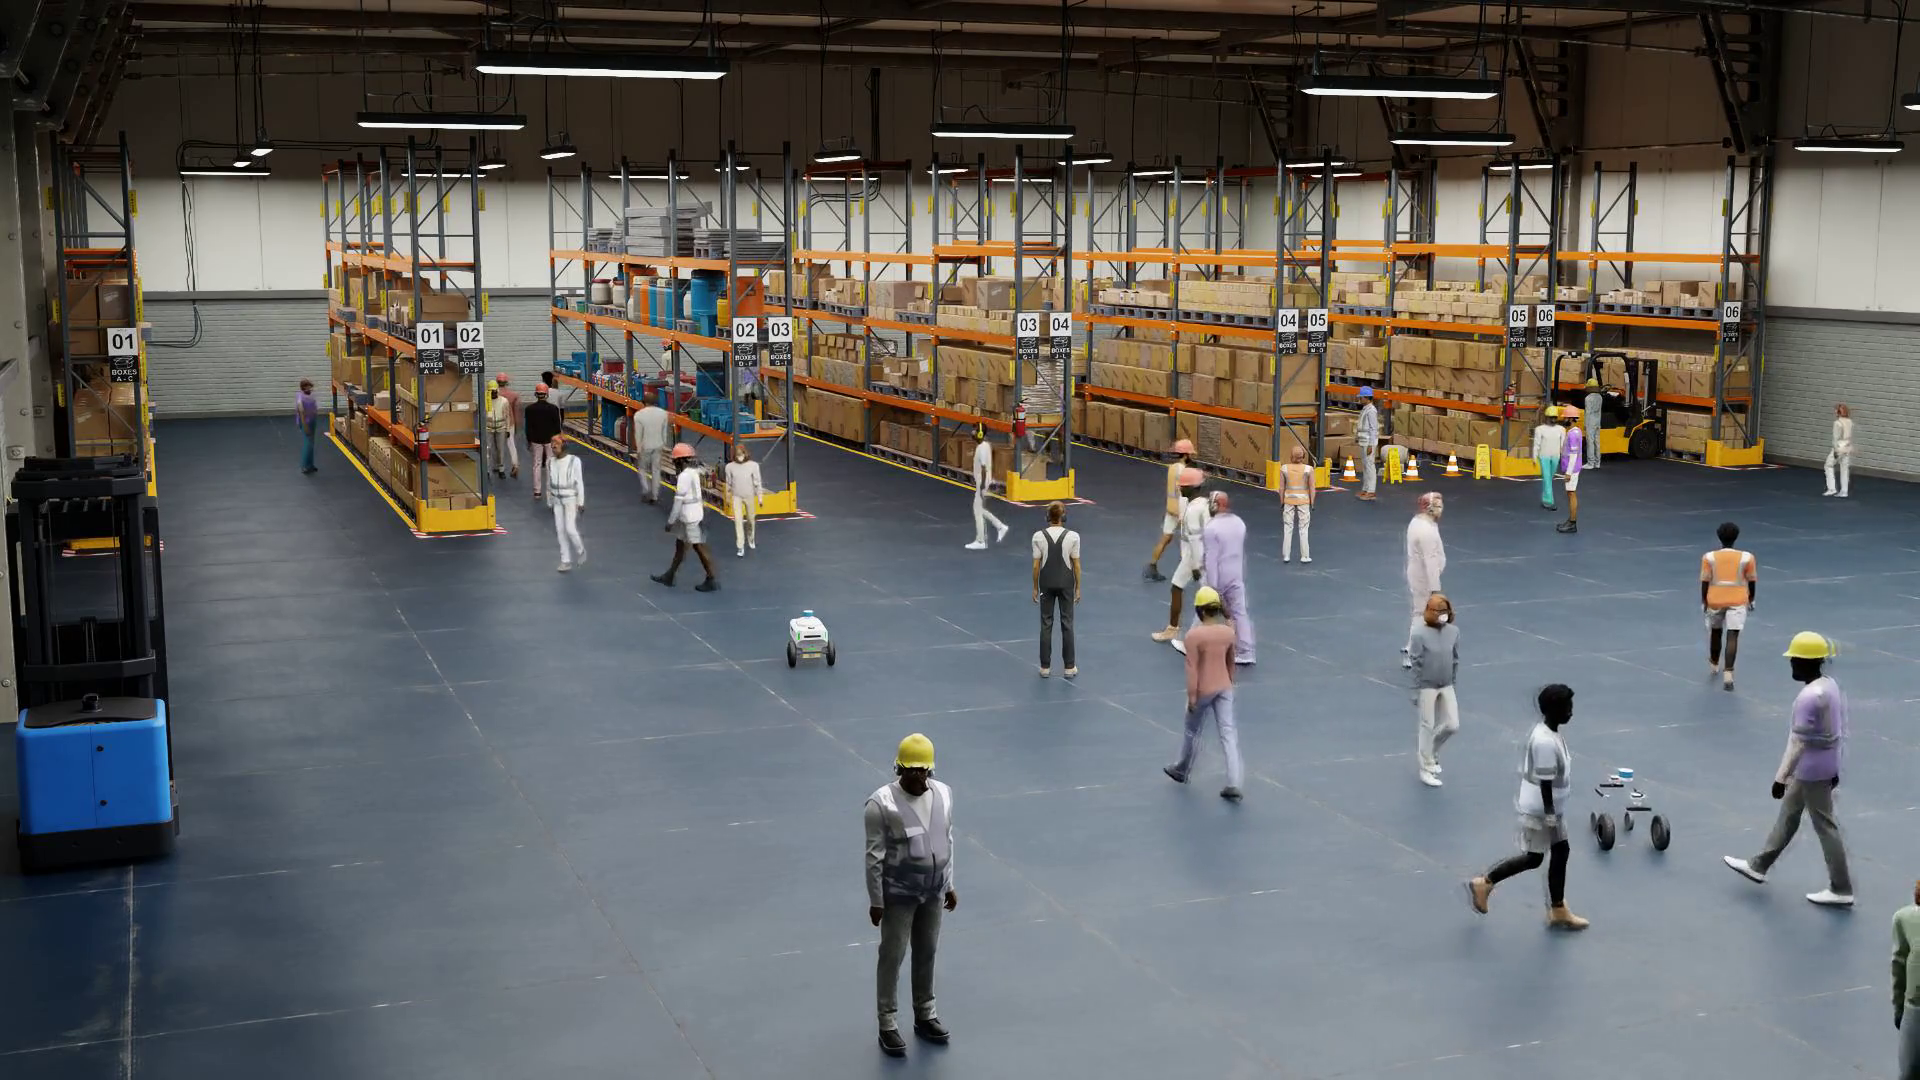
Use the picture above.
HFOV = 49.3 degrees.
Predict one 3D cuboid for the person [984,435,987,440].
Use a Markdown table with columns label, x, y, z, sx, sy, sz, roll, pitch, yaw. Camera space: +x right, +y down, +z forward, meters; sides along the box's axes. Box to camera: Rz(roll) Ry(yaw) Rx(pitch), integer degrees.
| label | x | y | z | sx | sy | sz | roll | pitch | yaw |
| --- | --- | --- | --- | --- | --- | --- | --- | --- | --- |
| person | 0.431 | -2.741 | 43.648 | 0.644 | 1.788 | 0.978 | -3 | 9 | -22 |

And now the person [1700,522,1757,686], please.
| label | x | y | z | sx | sy | sz | roll | pitch | yaw |
| --- | --- | --- | --- | --- | --- | --- | --- | --- | --- |
| person | 7.882 | 0.642 | 21.514 | 0.541 | 1.654 | 0.881 | 4 | 9 | 25 |

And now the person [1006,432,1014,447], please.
| label | x | y | z | sx | sy | sz | roll | pitch | yaw |
| --- | --- | --- | --- | --- | --- | --- | --- | --- | --- |
| person | 0.963 | -2.606 | 42.257 | 0.370 | 1.928 | 0.585 | -1 | 9 | -7 |

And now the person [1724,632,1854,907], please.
| label | x | y | z | sx | sy | sz | roll | pitch | yaw |
| --- | --- | --- | --- | --- | --- | --- | --- | --- | --- |
| person | 5.812 | 1.568 | 14.577 | 0.974 | 1.879 | 0.615 | 6 | 10 | 33 |

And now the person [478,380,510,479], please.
| label | x | y | z | sx | sy | sz | roll | pitch | yaw |
| --- | --- | --- | --- | --- | --- | --- | --- | --- | --- |
| person | -8.657 | -2.059 | 38.922 | 0.595 | 1.831 | 0.403 | -3 | 9 | -17 |

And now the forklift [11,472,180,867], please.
| label | x | y | z | sx | sy | sz | roll | pitch | yaw |
| --- | --- | --- | --- | --- | --- | --- | --- | --- | --- |
| forklift | -6.630 | 0.886 | 15.957 | 1.129 | 2.768 | 1.873 | -3 | 9 | -21 |

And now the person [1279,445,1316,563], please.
| label | x | y | z | sx | sy | sz | roll | pitch | yaw |
| --- | --- | --- | --- | --- | --- | --- | --- | --- | --- |
| person | 4.692 | -0.499 | 29.155 | 0.514 | 1.645 | 0.309 | 3 | 9 | 21 |

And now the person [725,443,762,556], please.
| label | x | y | z | sx | sy | sz | roll | pitch | yaw |
| --- | --- | --- | --- | --- | --- | --- | --- | --- | --- |
| person | -3.097 | -0.609 | 30.014 | 0.519 | 1.601 | 0.748 | 0 | 9 | -2 |

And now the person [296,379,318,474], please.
| label | x | y | z | sx | sy | sz | roll | pitch | yaw |
| --- | --- | --- | --- | --- | --- | --- | --- | --- | --- |
| person | -12.383 | -2.171 | 39.809 | 0.398 | 1.801 | 0.734 | 1 | 9 | 8 |

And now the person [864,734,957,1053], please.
| label | x | y | z | sx | sy | sz | roll | pitch | yaw |
| --- | --- | --- | --- | --- | --- | --- | --- | --- | --- |
| person | -0.262 | 1.990 | 11.941 | 0.600 | 1.826 | 0.404 | -6 | 11 | -36 |

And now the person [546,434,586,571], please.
| label | x | y | z | sx | sy | sz | roll | pitch | yaw |
| --- | --- | --- | --- | --- | --- | --- | --- | --- | --- |
| person | -5.374 | -0.515 | 28.496 | 0.597 | 1.870 | 0.446 | 4 | 9 | 24 |

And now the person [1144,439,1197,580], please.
| label | x | y | z | sx | sy | sz | roll | pitch | yaw |
| --- | --- | --- | --- | --- | --- | --- | --- | --- | --- |
| person | 2.889 | -0.391 | 27.648 | 1.008 | 1.894 | 0.557 | -3 | 9 | -18 |

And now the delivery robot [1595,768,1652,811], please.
| label | x | y | z | sx | sy | sz | roll | pitch | yaw |
| --- | --- | --- | --- | --- | --- | --- | --- | --- | --- |
| delivery robot | 5.080 | 1.864 | 15.978 | 0.335 | 0.223 | 0.698 | 0 | 8 | 0 |

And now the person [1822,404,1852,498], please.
| label | x | y | z | sx | sy | sz | roll | pitch | yaw |
| --- | --- | --- | --- | --- | --- | --- | --- | --- | --- |
| person | 15.165 | -1.541 | 36.170 | 0.518 | 1.620 | 0.502 | -5 | 10 | -32 |

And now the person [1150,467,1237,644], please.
| label | x | y | z | sx | sy | sz | roll | pitch | yaw |
| --- | --- | --- | --- | --- | --- | --- | --- | --- | --- |
| person | 2.698 | 0.179 | 23.471 | 1.005 | 2.008 | 0.619 | 3 | 9 | 22 |

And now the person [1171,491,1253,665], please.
| label | x | y | z | sx | sy | sz | roll | pitch | yaw |
| --- | --- | --- | --- | --- | --- | --- | --- | --- | --- |
| person | 2.771 | 0.397 | 22.500 | 0.654 | 1.849 | 1.029 | -7 | 11 | -39 |

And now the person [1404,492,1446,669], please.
| label | x | y | z | sx | sy | sz | roll | pitch | yaw |
| --- | --- | --- | --- | --- | --- | --- | --- | --- | --- |
| person | 4.937 | 0.430 | 22.148 | 0.455 | 1.887 | 0.672 | 0 | 9 | 3 |

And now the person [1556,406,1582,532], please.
| label | x | y | z | sx | sy | sz | roll | pitch | yaw |
| --- | --- | --- | --- | --- | --- | --- | --- | --- | --- |
| person | 9.358 | -1.094 | 32.139 | 0.361 | 1.939 | 0.543 | 3 | 9 | 19 |

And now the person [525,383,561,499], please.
| label | x | y | z | sx | sy | sz | roll | pitch | yaw |
| --- | --- | --- | --- | --- | --- | --- | --- | --- | --- |
| person | -7.168 | -1.711 | 36.065 | 0.608 | 1.995 | 0.377 | 0 | 9 | -2 |

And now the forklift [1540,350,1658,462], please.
| label | x | y | z | sx | sy | sz | roll | pitch | yaw |
| --- | --- | --- | --- | --- | --- | --- | --- | --- | --- |
| forklift | 12.897 | -2.725 | 42.309 | 2.313 | 2.155 | 1.214 | -3 | 9 | -21 |

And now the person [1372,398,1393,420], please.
| label | x | y | z | sx | sy | sz | roll | pitch | yaw |
| --- | --- | --- | --- | --- | --- | --- | --- | --- | --- |
| person | 9.408 | -3.240 | 46.501 | 0.643 | 1.922 | 0.517 | -4 | 9 | -23 |

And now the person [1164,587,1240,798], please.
| label | x | y | z | sx | sy | sz | roll | pitch | yaw |
| --- | --- | --- | --- | --- | --- | --- | --- | --- | --- |
| person | 2.055 | 1.241 | 17.315 | 0.540 | 1.708 | 0.947 | -4 | 9 | -26 |

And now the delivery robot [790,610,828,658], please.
| label | x | y | z | sx | sy | sz | roll | pitch | yaw |
| --- | --- | --- | --- | --- | --- | --- | --- | --- | --- |
| delivery robot | -1.633 | 1.004 | 22.577 | 0.477 | 0.478 | 0.707 | -2 | 9 | -11 |

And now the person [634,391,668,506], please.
| label | x | y | z | sx | sy | sz | roll | pitch | yaw |
| --- | --- | --- | --- | --- | --- | --- | --- | --- | --- |
| person | -5.216 | -1.548 | 35.230 | 0.637 | 1.921 | 0.518 | -5 | 10 | -30 |

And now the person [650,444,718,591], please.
| label | x | y | z | sx | sy | sz | roll | pitch | yaw |
| --- | --- | --- | --- | --- | --- | --- | --- | --- | --- |
| person | -3.558 | -0.291 | 26.925 | 0.975 | 1.887 | 0.555 | 0 | 9 | 3 |

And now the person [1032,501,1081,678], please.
| label | x | y | z | sx | sy | sz | roll | pitch | yaw |
| --- | --- | --- | --- | --- | --- | --- | --- | --- | --- |
| person | 1.004 | 0.509 | 21.785 | 0.505 | 1.840 | 0.346 | 1 | 9 | 7 |

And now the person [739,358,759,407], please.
| label | x | y | z | sx | sy | sz | roll | pitch | yaw |
| --- | --- | --- | --- | --- | --- | --- | --- | --- | --- |
| person | -5.089 | -3.875 | 50.963 | 0.581 | 1.881 | 0.981 | 7 | 11 | 41 |

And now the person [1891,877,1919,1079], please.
| label | x | y | z | sx | sy | sz | roll | pitch | yaw |
| --- | --- | --- | --- | --- | --- | --- | --- | --- | --- |
| person | 4.864 | 2.341 | 10.385 | 0.497 | 1.594 | 0.857 | 7 | 11 | 38 |

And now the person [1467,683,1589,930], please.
| label | x | y | z | sx | sy | sz | roll | pitch | yaw |
| --- | --- | --- | --- | --- | --- | --- | --- | --- | --- |
| person | 3.823 | 1.760 | 13.979 | 0.719 | 1.670 | 0.526 | 4 | 9 | 26 |

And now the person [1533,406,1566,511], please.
| label | x | y | z | sx | sy | sz | roll | pitch | yaw |
| --- | --- | --- | --- | --- | --- | --- | --- | --- | --- |
| person | 9.758 | -1.352 | 34.577 | 0.538 | 1.712 | 0.899 | -1 | 9 | -7 |

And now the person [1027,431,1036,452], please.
| label | x | y | z | sx | sy | sz | roll | pitch | yaw |
| --- | --- | --- | --- | --- | --- | --- | --- | --- | --- |
| person | 1.313 | -2.777 | 43.858 | 0.627 | 1.807 | 0.899 | -3 | 9 | -19 |

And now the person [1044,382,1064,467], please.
| label | x | y | z | sx | sy | sz | roll | pitch | yaw |
| --- | --- | --- | --- | --- | --- | --- | --- | --- | --- |
| person | 1.860 | -2.440 | 40.959 | 0.616 | 1.985 | 1.060 | -1 | 9 | -9 |

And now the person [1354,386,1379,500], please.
| label | x | y | z | sx | sy | sz | roll | pitch | yaw |
| --- | --- | --- | --- | --- | --- | --- | --- | --- | --- |
| person | 6.981 | -1.668 | 35.935 | 0.405 | 1.946 | 0.609 | 0 | 9 | -1 |

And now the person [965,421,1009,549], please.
| label | x | y | z | sx | sy | sz | roll | pitch | yaw |
| --- | --- | --- | --- | --- | --- | --- | --- | --- | --- |
| person | 0.381 | -0.797 | 30.427 | 0.538 | 1.859 | 0.526 | 1 | 9 | 7 |

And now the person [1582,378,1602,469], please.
| label | x | y | z | sx | sy | sz | roll | pitch | yaw |
| --- | --- | --- | --- | --- | --- | --- | --- | --- | --- |
| person | 12.218 | -2.255 | 40.527 | 0.489 | 1.743 | 0.323 | -7 | 11 | -38 |

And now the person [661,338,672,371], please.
| label | x | y | z | sx | sy | sz | roll | pitch | yaw |
| --- | --- | --- | --- | --- | --- | --- | --- | --- | --- |
| person | -7.028 | -3.892 | 50.645 | 0.406 | 1.987 | 0.615 | 5 | 10 | 29 |

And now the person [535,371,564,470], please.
| label | x | y | z | sx | sy | sz | roll | pitch | yaw |
| --- | --- | --- | --- | --- | --- | --- | --- | --- | --- |
| person | -7.828 | -2.276 | 40.084 | 0.614 | 1.927 | 0.999 | -5 | 10 | -31 |

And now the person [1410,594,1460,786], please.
| label | x | y | z | sx | sy | sz | roll | pitch | yaw |
| --- | --- | --- | --- | --- | --- | --- | --- | --- | --- |
| person | 3.983 | 1.249 | 17.572 | 0.506 | 1.621 | 0.384 | -3 | 9 | -19 |

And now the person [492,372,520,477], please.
| label | x | y | z | sx | sy | sz | roll | pitch | yaw |
| --- | --- | --- | --- | --- | --- | --- | --- | --- | --- |
| person | -8.552 | -2.176 | 39.344 | 0.618 | 1.955 | 0.992 | -5 | 10 | -29 |
